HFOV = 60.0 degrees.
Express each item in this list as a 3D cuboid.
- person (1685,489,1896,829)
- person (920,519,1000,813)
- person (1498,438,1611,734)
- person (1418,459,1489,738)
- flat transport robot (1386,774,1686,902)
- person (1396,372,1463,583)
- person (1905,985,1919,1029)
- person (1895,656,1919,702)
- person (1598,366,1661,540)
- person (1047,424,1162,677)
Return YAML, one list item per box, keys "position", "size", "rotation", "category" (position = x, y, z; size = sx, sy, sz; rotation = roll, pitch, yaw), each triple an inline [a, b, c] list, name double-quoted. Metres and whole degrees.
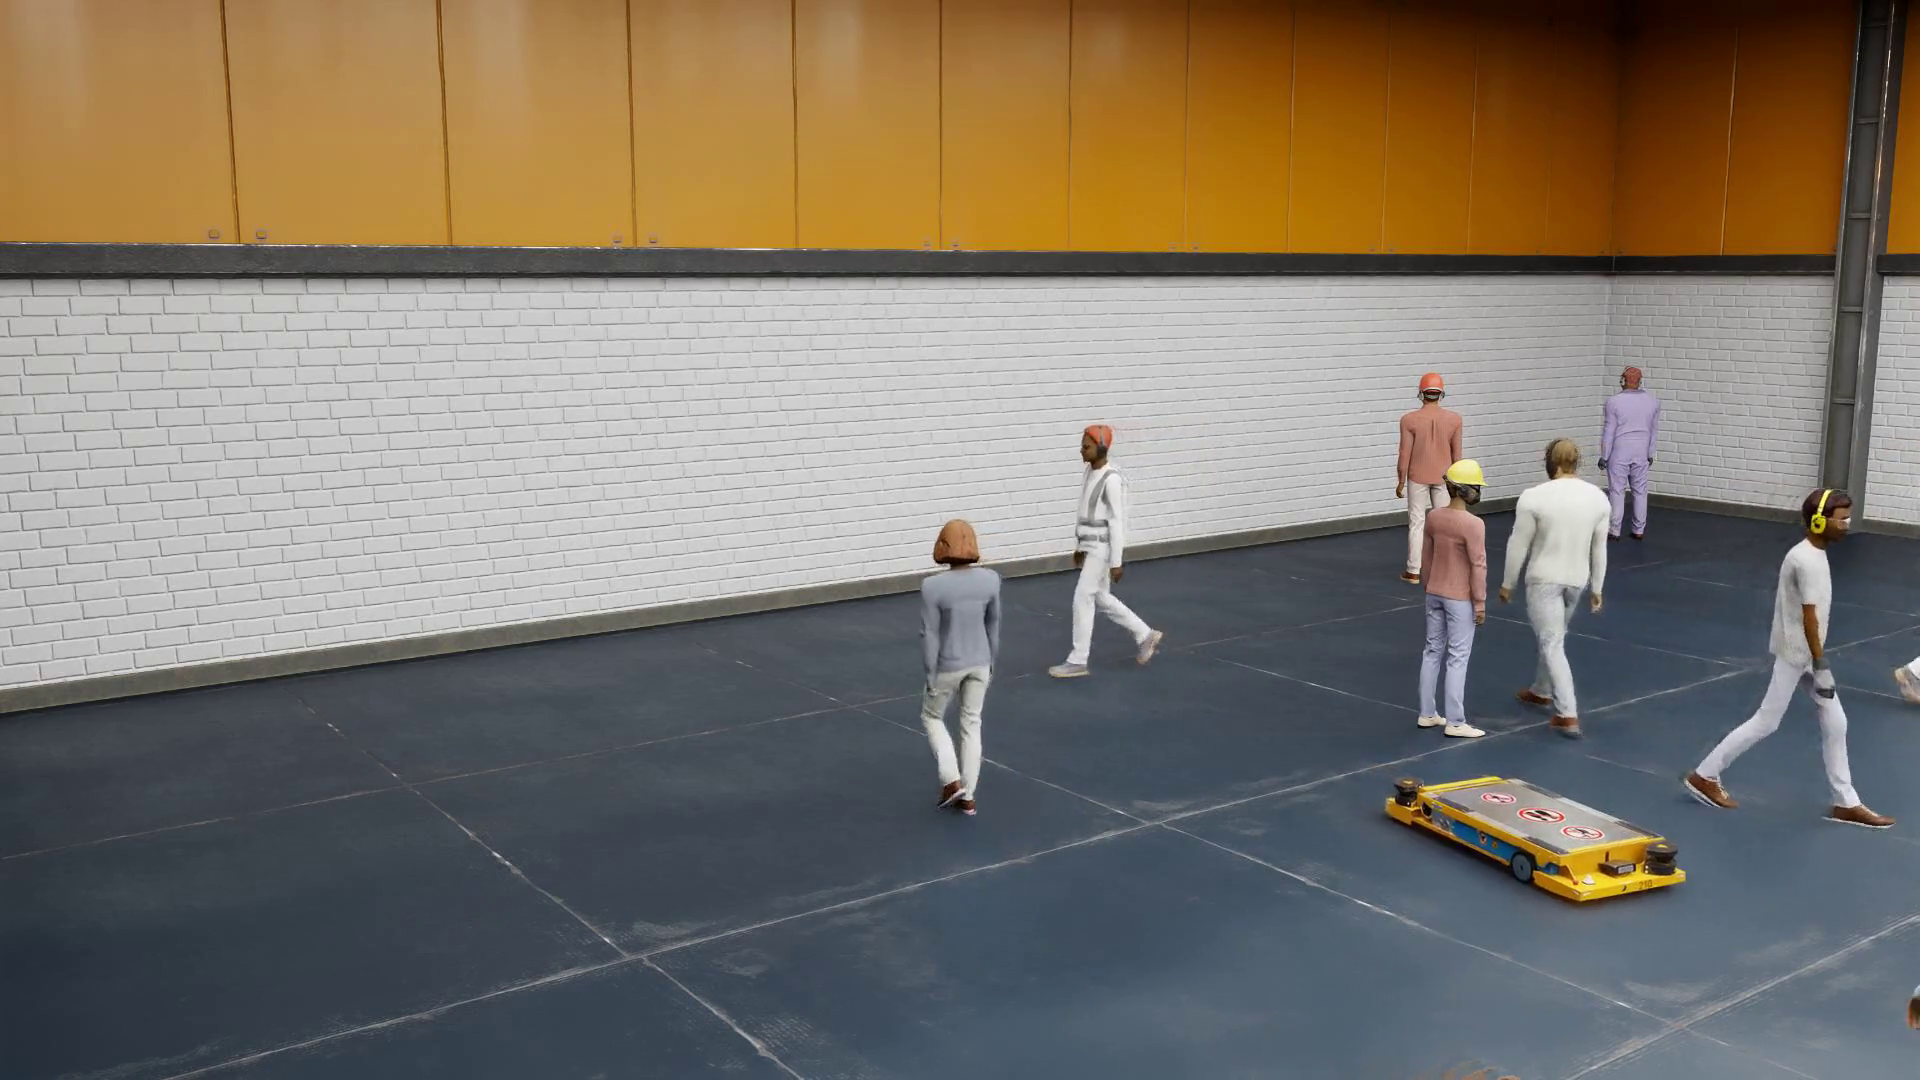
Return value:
- position: [4.469, 0.614, 8.921]
  size: [1.006, 1.816, 0.485]
  rotation: [7, 11, 37]
  category: "person"
- position: [-0.011, 0.688, 9.038]
  size: [0.507, 1.621, 0.347]
  rotation: [-4, 10, -24]
  category: "person"
- position: [3.867, 0.276, 10.799]
  size: [0.646, 1.891, 0.980]
  rotation: [-2, 9, -13]
  category: "person"
- position: [3.152, 0.367, 10.572]
  size: [0.324, 1.765, 0.531]
  rotation: [-4, 10, -24]
  category: "person"
- position: [2.871, 1.461, 8.417]
  size: [0.652, 0.197, 1.431]
  rotation: [-4, 10, -23]
  category: "flat transport robot"
- position: [4.420, -0.579, 15.694]
  size: [0.610, 1.996, 0.378]
  rotation: [0, 9, -1]
  category: "person"
- position: [2.774, 1.354, 4.624]
  size: [0.716, 1.719, 0.496]
  rotation: [5, 10, 27]
  category: "person"
- position: [6.632, 0.241, 11.016]
  size: [0.466, 1.868, 0.601]
  rotation: [8, 12, 40]
  category: "person"
- position: [7.302, -0.946, 18.226]
  size: [0.639, 1.910, 0.407]
  rotation: [-1, 9, -8]
  category: "person"
- position: [1.076, 0.073, 12.117]
  size: [0.824, 1.857, 0.576]
  rotation: [-1, 9, -9]
  category: "person"
